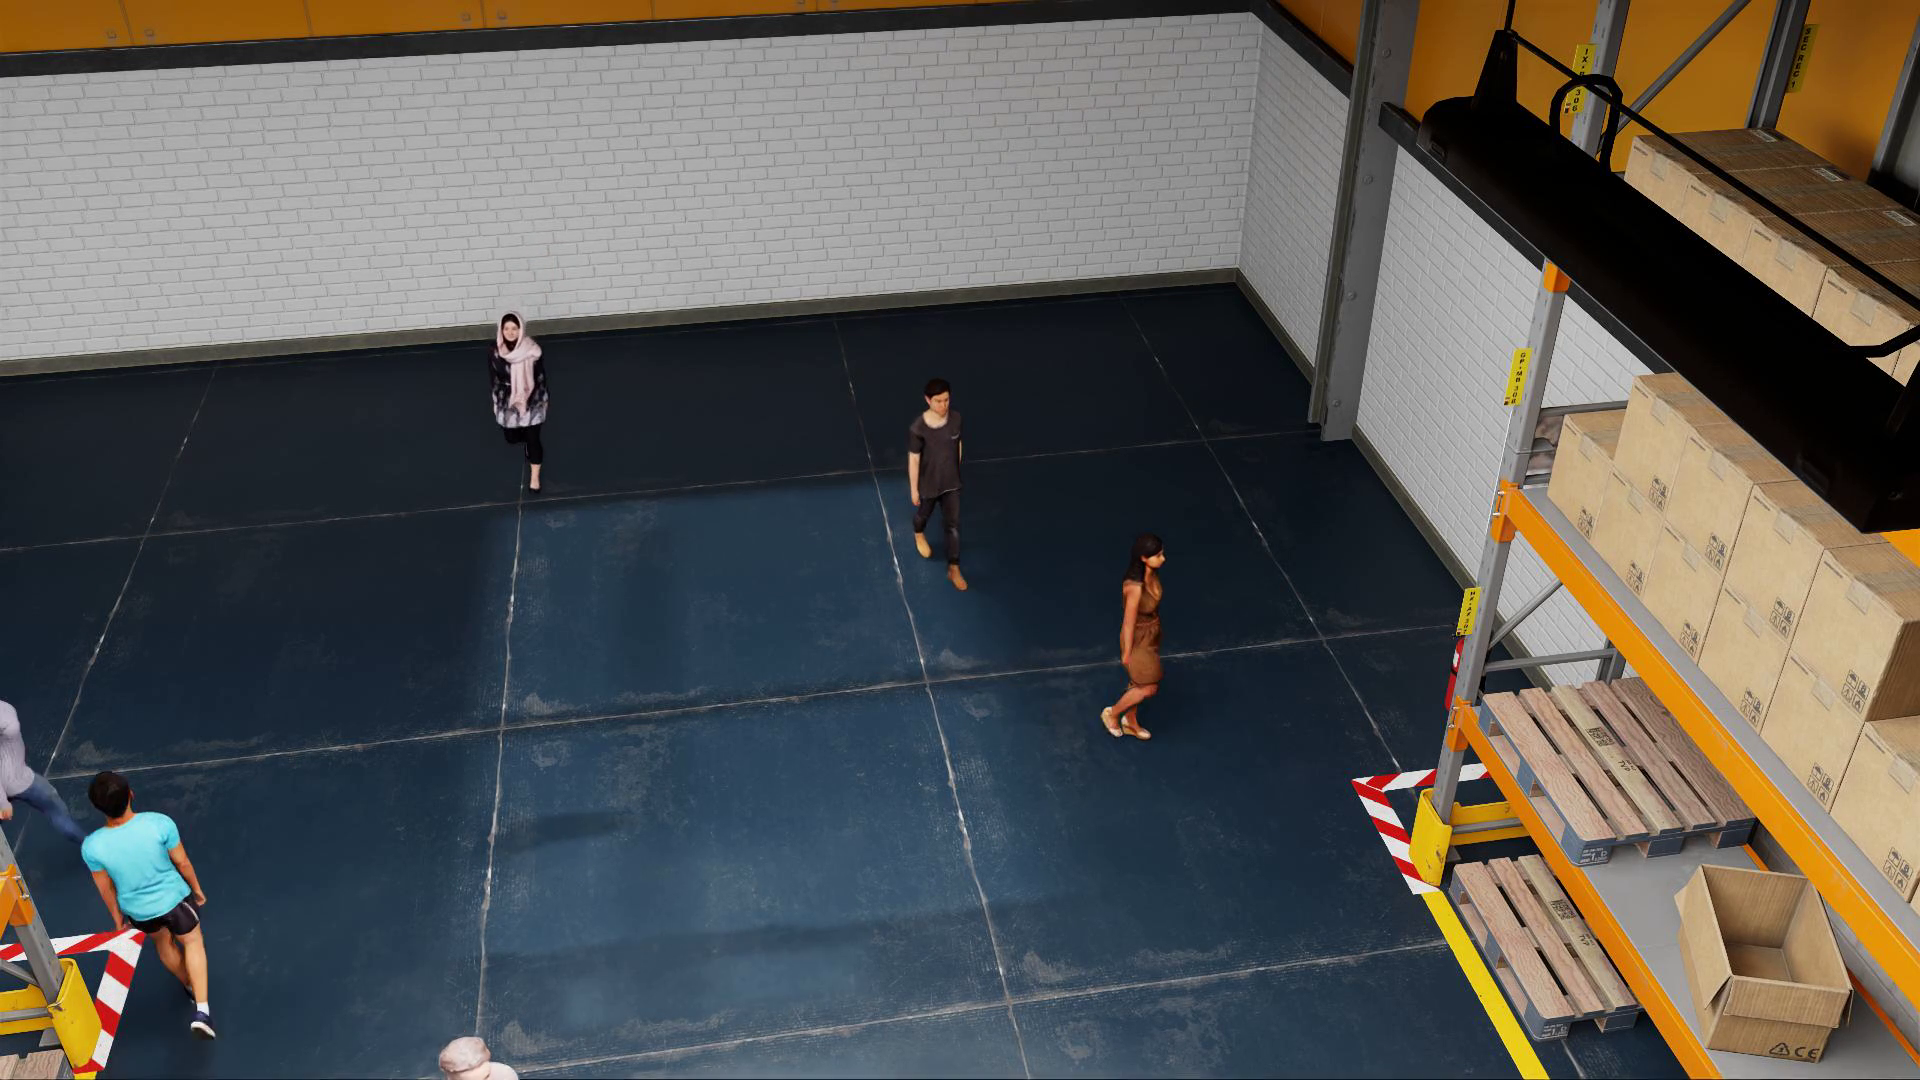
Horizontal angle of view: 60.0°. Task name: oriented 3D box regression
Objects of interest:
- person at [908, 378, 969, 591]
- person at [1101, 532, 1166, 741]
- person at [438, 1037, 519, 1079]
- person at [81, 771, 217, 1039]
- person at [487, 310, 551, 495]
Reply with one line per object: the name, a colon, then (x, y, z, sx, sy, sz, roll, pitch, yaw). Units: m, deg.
person: (-0.211, -0.505, 12.799, 0.768, 1.678, 1.120, -13, 36, -18)
person: (1.125, 0.653, 11.055, 0.766, 1.680, 0.711, 12, 35, 17)
person: (-2.230, 2.875, 7.578, 1.121, 1.827, 1.335, -27, 42, -34)
person: (-4.319, 2.007, 8.950, 0.807, 1.754, 1.063, -14, 36, -20)
person: (-3.654, -1.203, 13.896, 0.699, 1.626, 0.852, -1, 34, -1)
